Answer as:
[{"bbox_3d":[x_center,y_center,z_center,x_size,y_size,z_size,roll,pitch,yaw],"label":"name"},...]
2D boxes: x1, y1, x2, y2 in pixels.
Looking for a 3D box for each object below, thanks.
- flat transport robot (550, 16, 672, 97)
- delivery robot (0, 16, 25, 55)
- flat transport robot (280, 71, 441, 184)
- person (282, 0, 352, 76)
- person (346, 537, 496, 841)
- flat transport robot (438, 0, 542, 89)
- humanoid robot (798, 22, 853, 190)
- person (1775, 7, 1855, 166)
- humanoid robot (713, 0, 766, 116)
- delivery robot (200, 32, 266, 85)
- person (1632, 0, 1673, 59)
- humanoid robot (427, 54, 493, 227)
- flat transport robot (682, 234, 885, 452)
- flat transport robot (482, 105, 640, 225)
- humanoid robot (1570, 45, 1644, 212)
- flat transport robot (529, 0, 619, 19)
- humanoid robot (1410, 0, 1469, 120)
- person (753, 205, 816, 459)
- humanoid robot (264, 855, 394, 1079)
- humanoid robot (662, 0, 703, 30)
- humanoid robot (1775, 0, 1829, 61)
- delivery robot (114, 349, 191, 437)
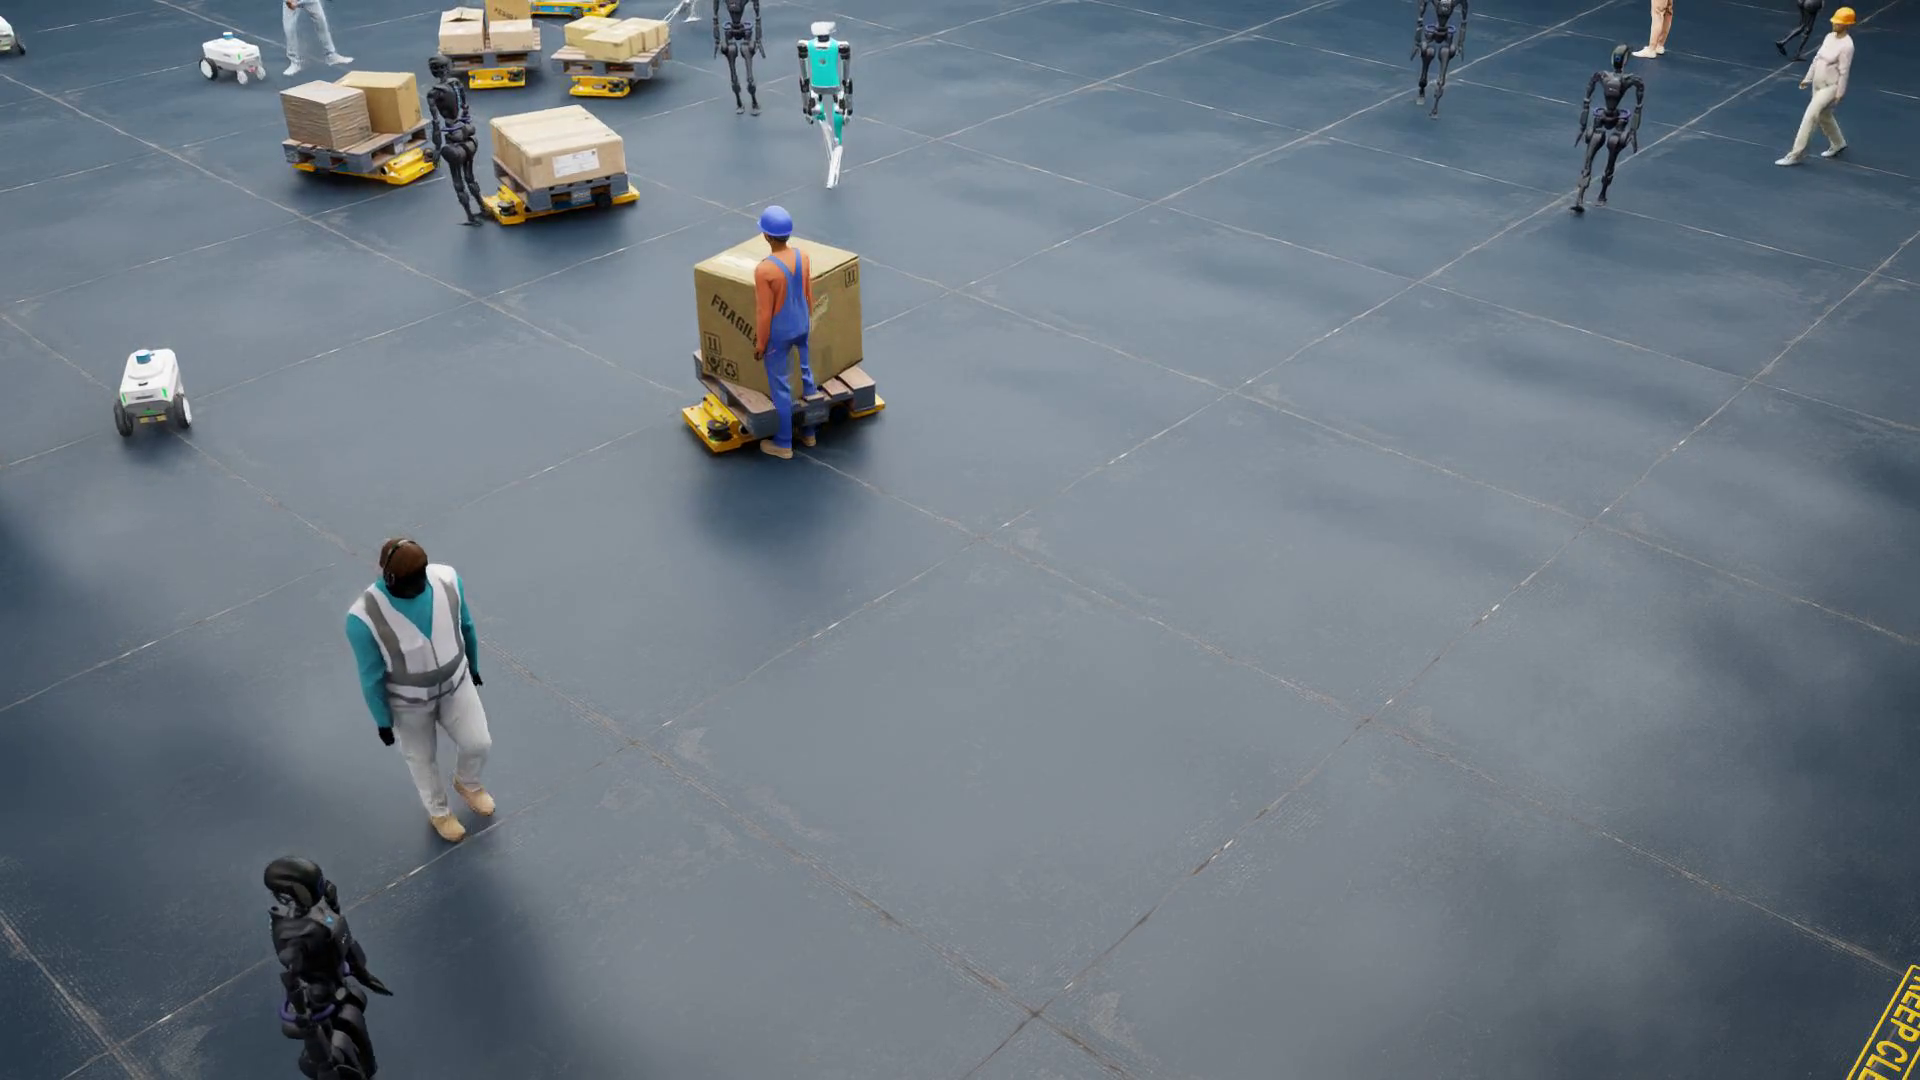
[{"bbox_3d":[-4.224,-5.715,20.356,0.659,0.231,1.431,5,32,7],"label":"flat transport robot"},{"bbox_3d":[-12.391,-6.495,21.355,0.499,0.609,0.805,-22,38,-31],"label":"delivery robot"},{"bbox_3d":[-6.316,-4.037,17.654,1.431,0.231,0.659,12,34,18],"label":"flat transport robot"},{"bbox_3d":[-8.071,-6.731,20.478,0.878,1.876,0.418,-22,38,-31],"label":"person"},{"bbox_3d":[-2.701,0.771,8.440,0.645,1.826,0.460,-24,39,-33],"label":"person"},{"bbox_3d":[-5.788,-5.891,20.640,0.659,0.231,1.431,-6,32,-10],"label":"flat transport robot"},{"bbox_3d":[-1.320,-4.454,16.963,0.535,1.756,1.029,3,32,5],"label":"humanoid robot"},{"bbox_3d":[9.191,-4.794,17.549,0.827,1.659,0.477,-2,32,-3],"label":"person"},{"bbox_3d":[-2.529,-5.688,18.970,0.603,1.648,0.389,1,32,2],"label":"humanoid robot"},{"bbox_3d":[-8.947,-5.928,20.434,0.788,0.601,0.499,18,36,26],"label":"delivery robot"},{"bbox_3d":[8.892,-7.036,20.969,0.508,1.868,0.356,-27,41,-36],"label":"person"},{"bbox_3d":[-4.848,-3.854,16.030,0.357,1.647,0.584,11,34,18],"label":"humanoid robot"},{"bbox_3d":[-1.369,-1.054,12.851,1.431,0.231,0.659,-17,35,-25],"label":"flat transport robot"},{"bbox_3d":[-4.026,-3.489,16.772,1.431,0.231,0.659,-18,36,-26],"label":"flat transport robot"},{"bbox_3d":[6.368,-4.013,16.310,0.600,1.633,0.744,17,36,25],"label":"humanoid robot"},{"bbox_3d":[-5.546,-7.475,23.191,1.431,0.231,0.659,4,32,6],"label":"flat transport robot"},{"bbox_3d":[5.496,-5.716,19.051,0.593,1.638,0.686,6,32,9],"label":"humanoid robot"},{"bbox_3d":[-1.271,-1.501,12.015,0.363,1.912,0.515,26,40,35],"label":"person"},{"bbox_3d":[-2.604,1.926,6.732,0.613,1.633,0.591,-1,32,-1],"label":"humanoid robot"},{"bbox_3d":[-3.702,-7.611,22.004,0.959,1.744,0.539,-9,33,-14],"label":"humanoid robot"},{"bbox_3d":[10.647,-6.850,20.849,0.425,1.642,0.601,-3,32,-5],"label":"humanoid robot"},{"bbox_3d":[-6.198,-1.148,12.751,0.499,0.614,0.808,-9,33,-15],"label":"delivery robot"}]
